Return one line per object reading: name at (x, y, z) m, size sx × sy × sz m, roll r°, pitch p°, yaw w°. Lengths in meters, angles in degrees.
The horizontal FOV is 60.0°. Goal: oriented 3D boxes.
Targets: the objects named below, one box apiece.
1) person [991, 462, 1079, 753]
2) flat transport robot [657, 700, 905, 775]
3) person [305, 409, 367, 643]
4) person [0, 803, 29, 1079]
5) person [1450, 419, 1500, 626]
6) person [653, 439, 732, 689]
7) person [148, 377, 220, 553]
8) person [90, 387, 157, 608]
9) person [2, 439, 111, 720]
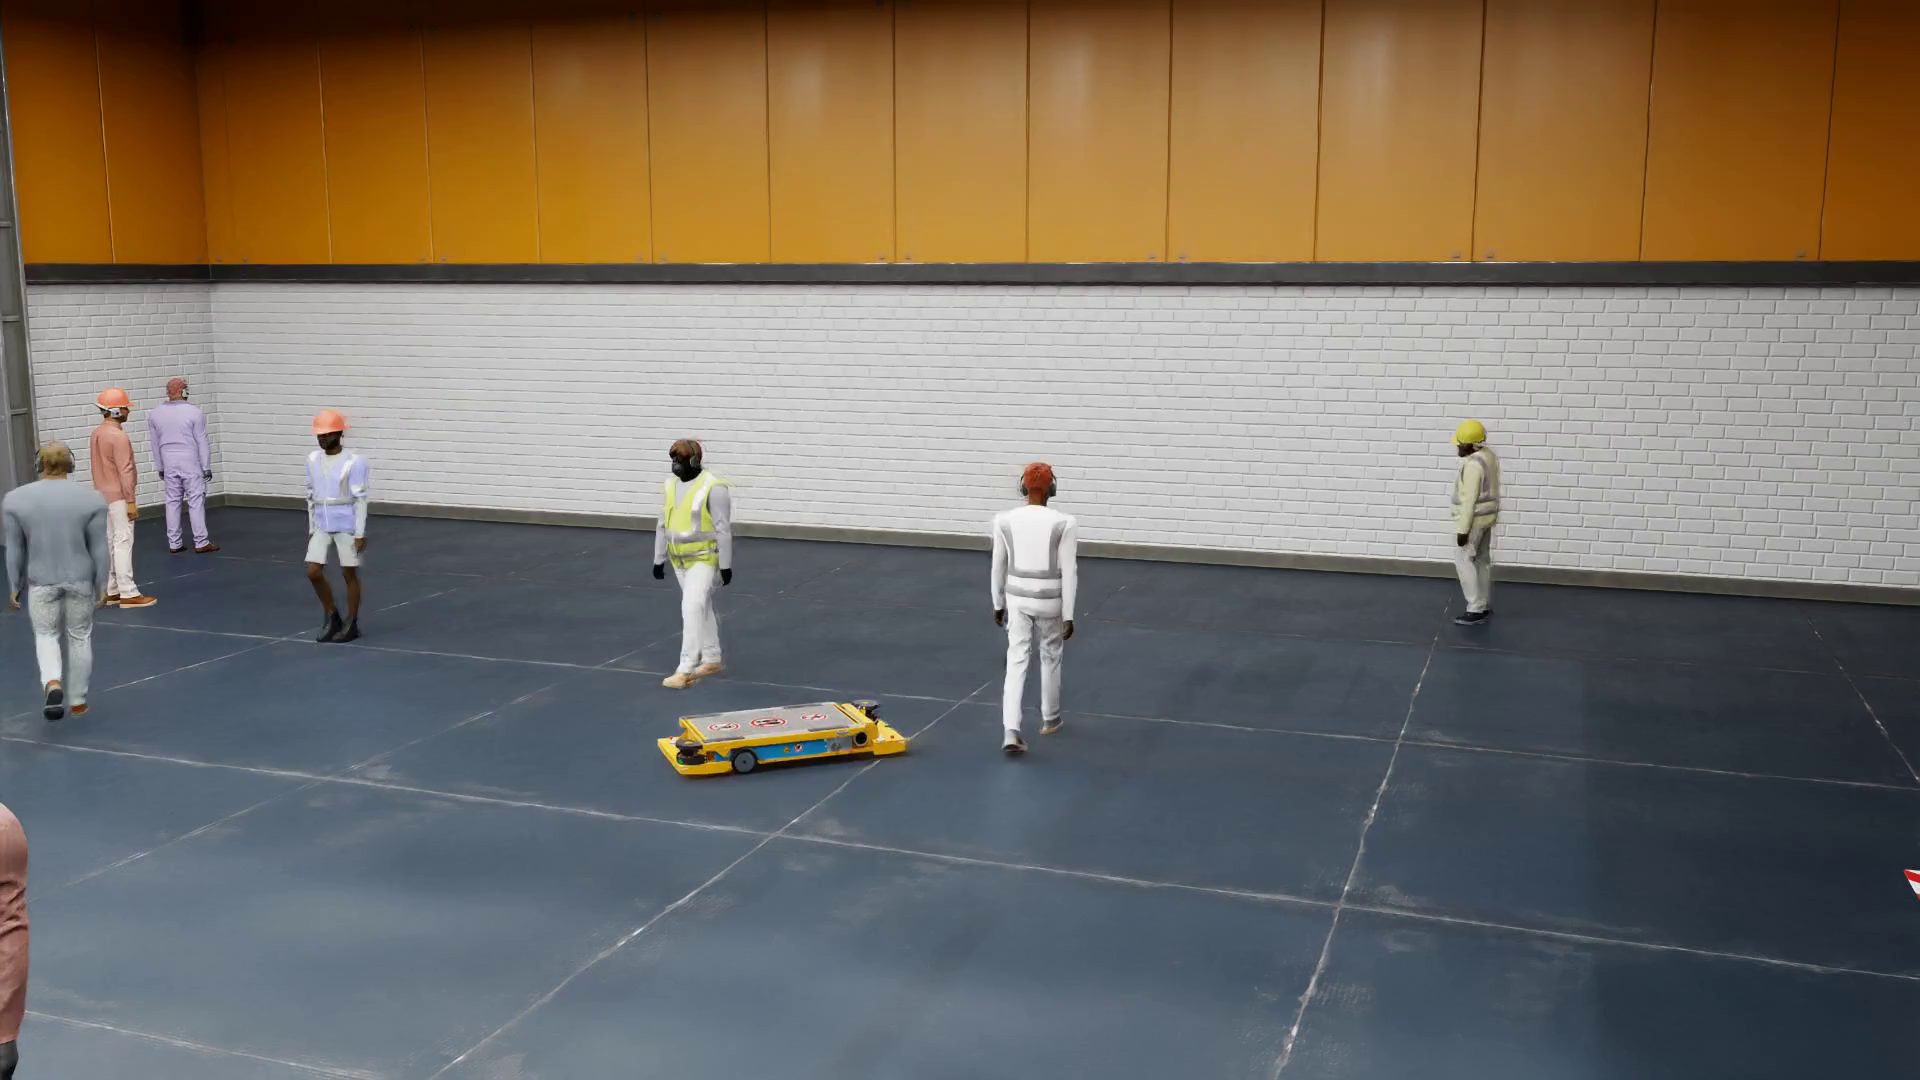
person at (0.465, 0.417, 10.623) m, size 0.587 × 1.843 × 0.989 m, roll 3°, pitch 10°, yaw 17°
flat transport robot at (-1.124, 1.226, 10.439) m, size 1.431 × 0.197 × 0.652 m, roll -4°, pitch 10°, yaw -22°
person at (-5.100, -0.096, 13.516) m, size 0.569 × 1.924 × 0.496 m, roll 2°, pitch 9°, yaw 13°
person at (-2.920, 1.349, 4.618) m, size 0.643 × 1.908 × 0.411 m, roll 0°, pitch 9°, yaw 0°
person at (4.477, -0.168, 14.452) m, size 0.404 × 1.798 × 0.733 m, roll 6°, pitch 11°, yaw 33°
person at (-2.032, 0.168, 12.236) m, size 0.653 × 1.808 × 0.820 m, roll 8°, pitch 12°, yaw 40°
person at (-8.371, -0.802, 17.956) m, size 0.640 × 1.910 × 0.409 m, roll 1°, pitch 9°, yaw 6°
person at (-7.633, -0.384, 15.088) m, size 0.613 × 1.995 × 0.391 m, roll 8°, pitch 12°, yaw 40°
person at (-6.019, 0.291, 11.133) m, size 0.641 × 1.920 × 0.628 m, roll -4°, pitch 10°, yaw -25°
